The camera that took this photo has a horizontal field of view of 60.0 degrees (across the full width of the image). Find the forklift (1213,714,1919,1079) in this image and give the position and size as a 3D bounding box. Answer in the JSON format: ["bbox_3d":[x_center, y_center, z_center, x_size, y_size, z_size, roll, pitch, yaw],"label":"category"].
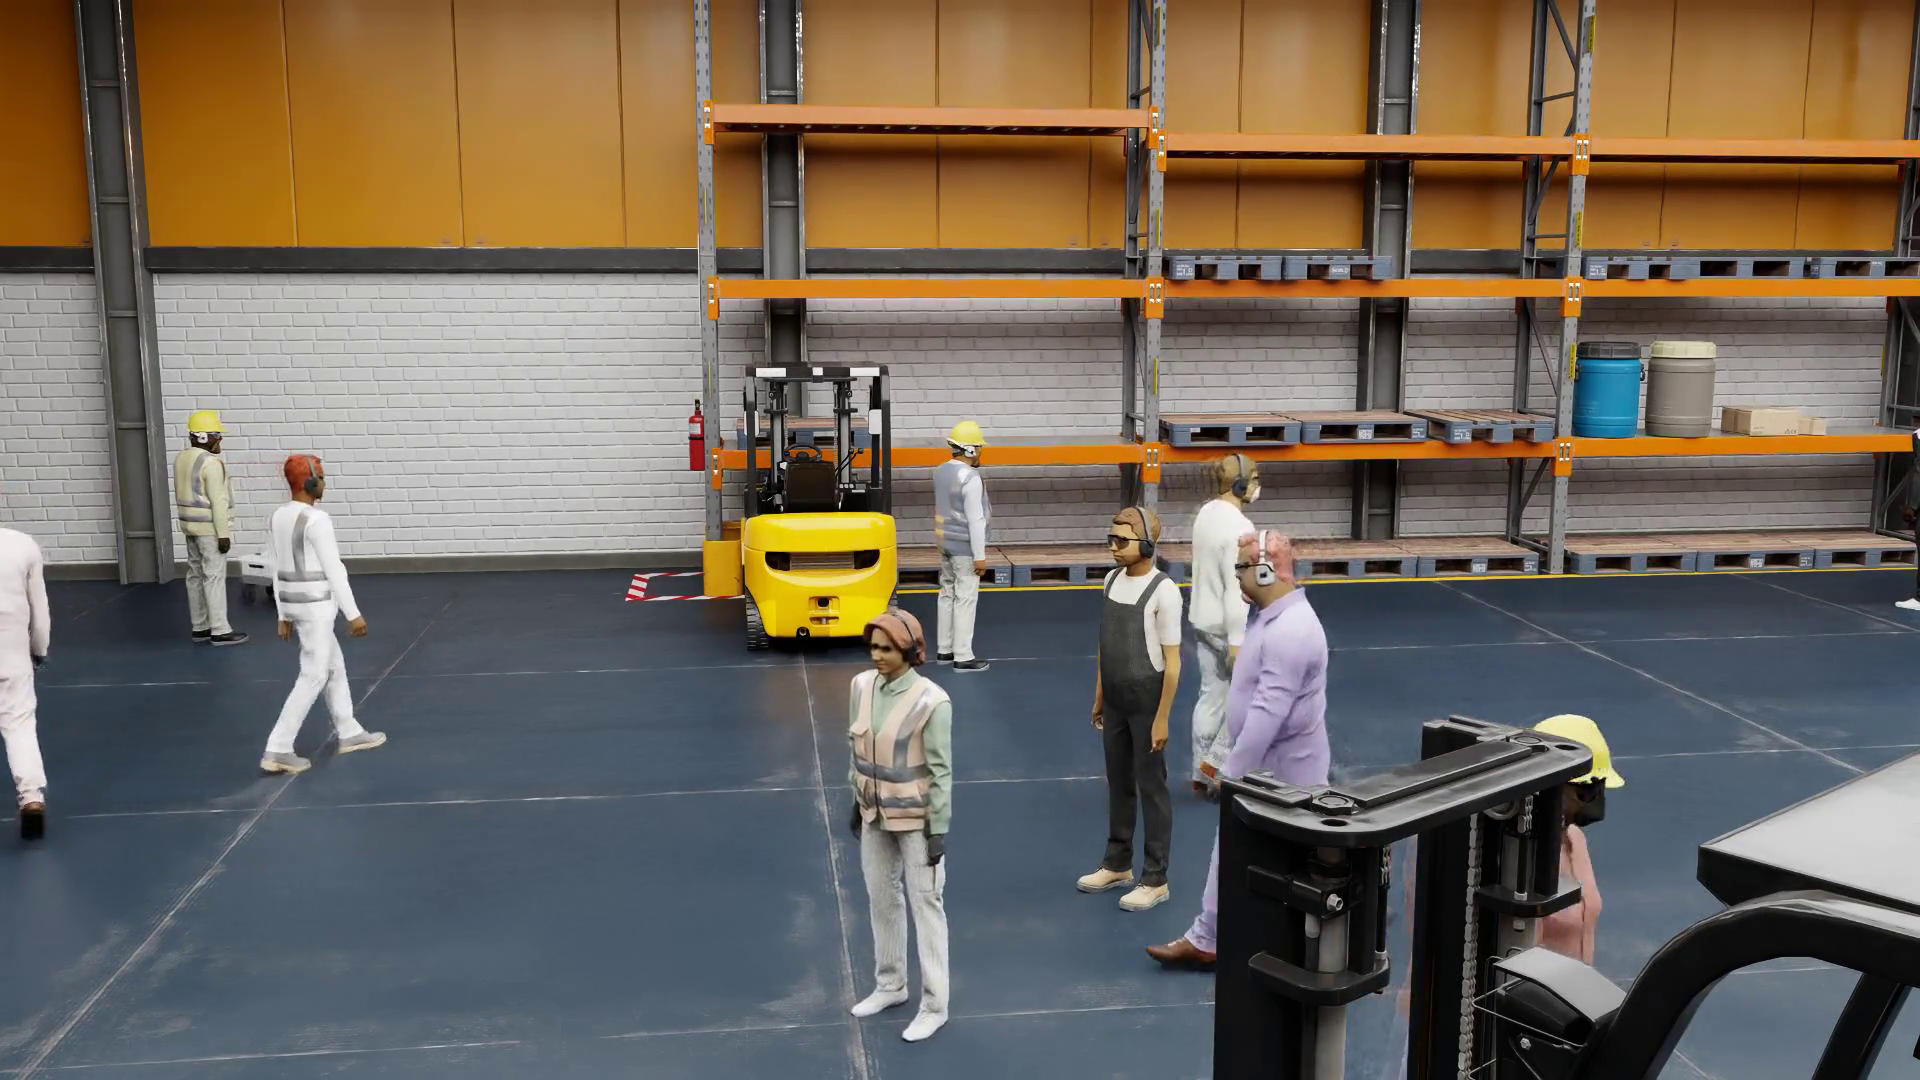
[{"bbox_3d":[1.441,1.425,2.350,1.214,2.155,2.313,-7,12,-39],"label":"forklift"}]

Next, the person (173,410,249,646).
[{"bbox_3d":[-5.862,-0.094,12.968,0.591,1.829,0.404,7,11,37],"label":"person"}]

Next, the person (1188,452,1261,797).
[{"bbox_3d":[1.469,0.480,9.087,0.457,1.920,0.656,-2,9,-12],"label":"person"}]

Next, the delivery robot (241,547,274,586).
[{"bbox_3d":[-5.928,0.243,14.533,0.707,0.478,0.477,5,10,26],"label":"delivery robot"}]

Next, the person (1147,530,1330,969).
[{"bbox_3d":[1.166,0.891,6.699,0.909,1.860,0.631,0,9,1],"label":"person"}]

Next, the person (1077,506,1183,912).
[{"bbox_3d":[0.790,0.758,7.602,0.345,1.846,0.508,-6,11,-35],"label":"person"}]

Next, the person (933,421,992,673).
[{"bbox_3d":[0.033,0.046,12.109,0.403,1.824,0.589,-5,10,-26],"label":"person"}]

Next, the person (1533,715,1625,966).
[{"bbox_3d":[1.502,1.302,4.531,0.804,1.739,0.521,9,13,43],"label":"person"}]

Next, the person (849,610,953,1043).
[{"bbox_3d":[-0.225,1.068,6.336,0.520,1.634,0.312,8,12,42],"label":"person"}]

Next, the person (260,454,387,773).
[{"bbox_3d":[-3.790,0.414,9.740,0.578,1.850,0.846,9,13,44],"label":"person"}]

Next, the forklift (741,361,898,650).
[{"bbox_3d":[-1.154,-0.340,13.365,1.214,2.155,2.313,-1,9,-7],"label":"forklift"}]

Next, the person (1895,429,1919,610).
[{"bbox_3d":[8.351,-0.342,14.236,0.590,1.920,0.398,-3,10,-20],"label":"person"}]

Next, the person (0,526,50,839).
[{"bbox_3d":[-5.016,0.600,8.564,0.653,1.867,0.969,-7,11,-37],"label":"person"}]
